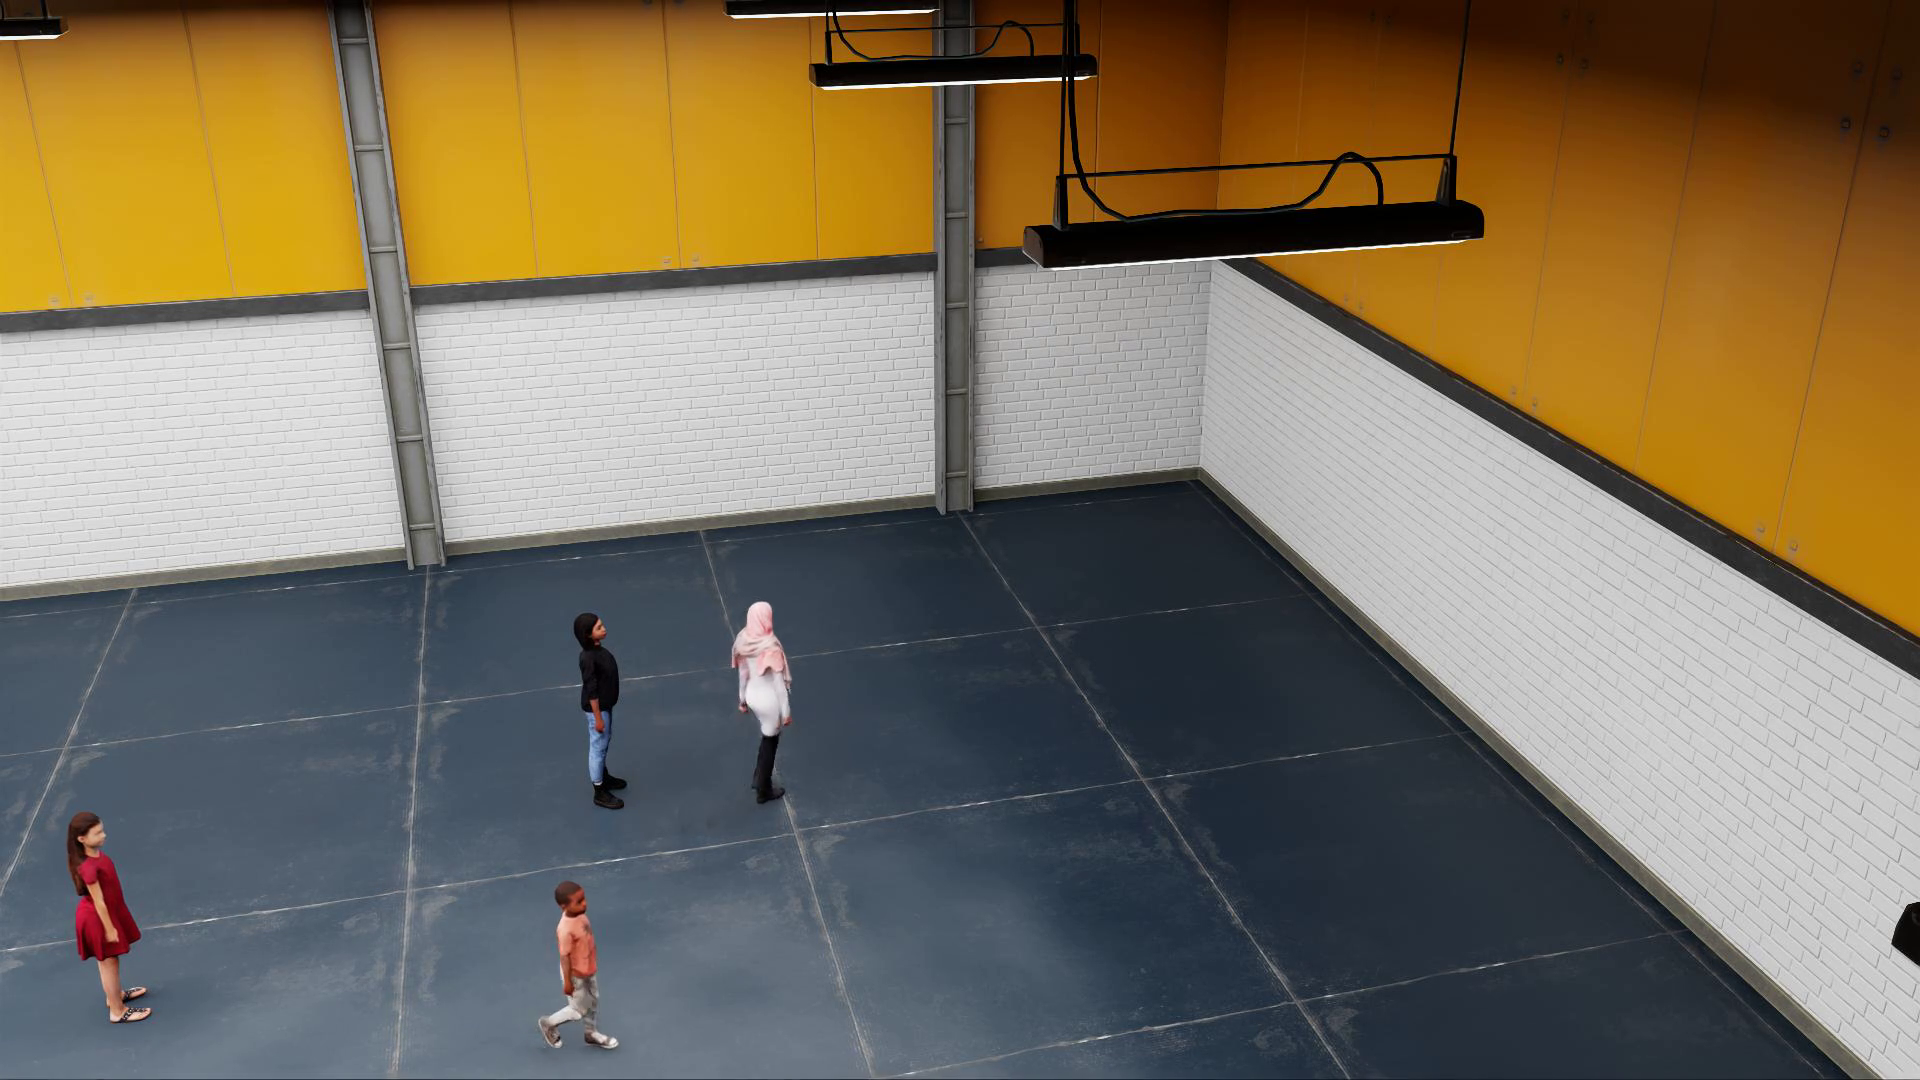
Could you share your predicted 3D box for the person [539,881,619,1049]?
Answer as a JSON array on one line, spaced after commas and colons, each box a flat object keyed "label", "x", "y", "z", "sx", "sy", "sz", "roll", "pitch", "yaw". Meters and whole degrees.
[{"label": "person", "x": -2.550, "y": 2.789, "z": 10.862, "sx": 0.797, "sy": 1.299, "sz": 0.652, "roll": 4, "pitch": 24, "yaw": 9}]

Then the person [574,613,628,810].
[{"label": "person", "x": -2.963, "y": 1.370, "z": 13.606, "sx": 0.587, "sy": 1.702, "sz": 0.600, "roll": -2, "pitch": 24, "yaw": -4}]

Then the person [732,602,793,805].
[{"label": "person", "x": -1.658, "y": 1.365, "z": 13.508, "sx": 0.777, "sy": 1.790, "sz": 0.809, "roll": 21, "pitch": 31, "yaw": 39}]

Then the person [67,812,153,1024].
[{"label": "person", "x": -5.769, "y": 2.519, "z": 11.164, "sx": 0.663, "sy": 1.551, "sz": 0.606, "roll": -13, "pitch": 27, "yaw": -26}]
